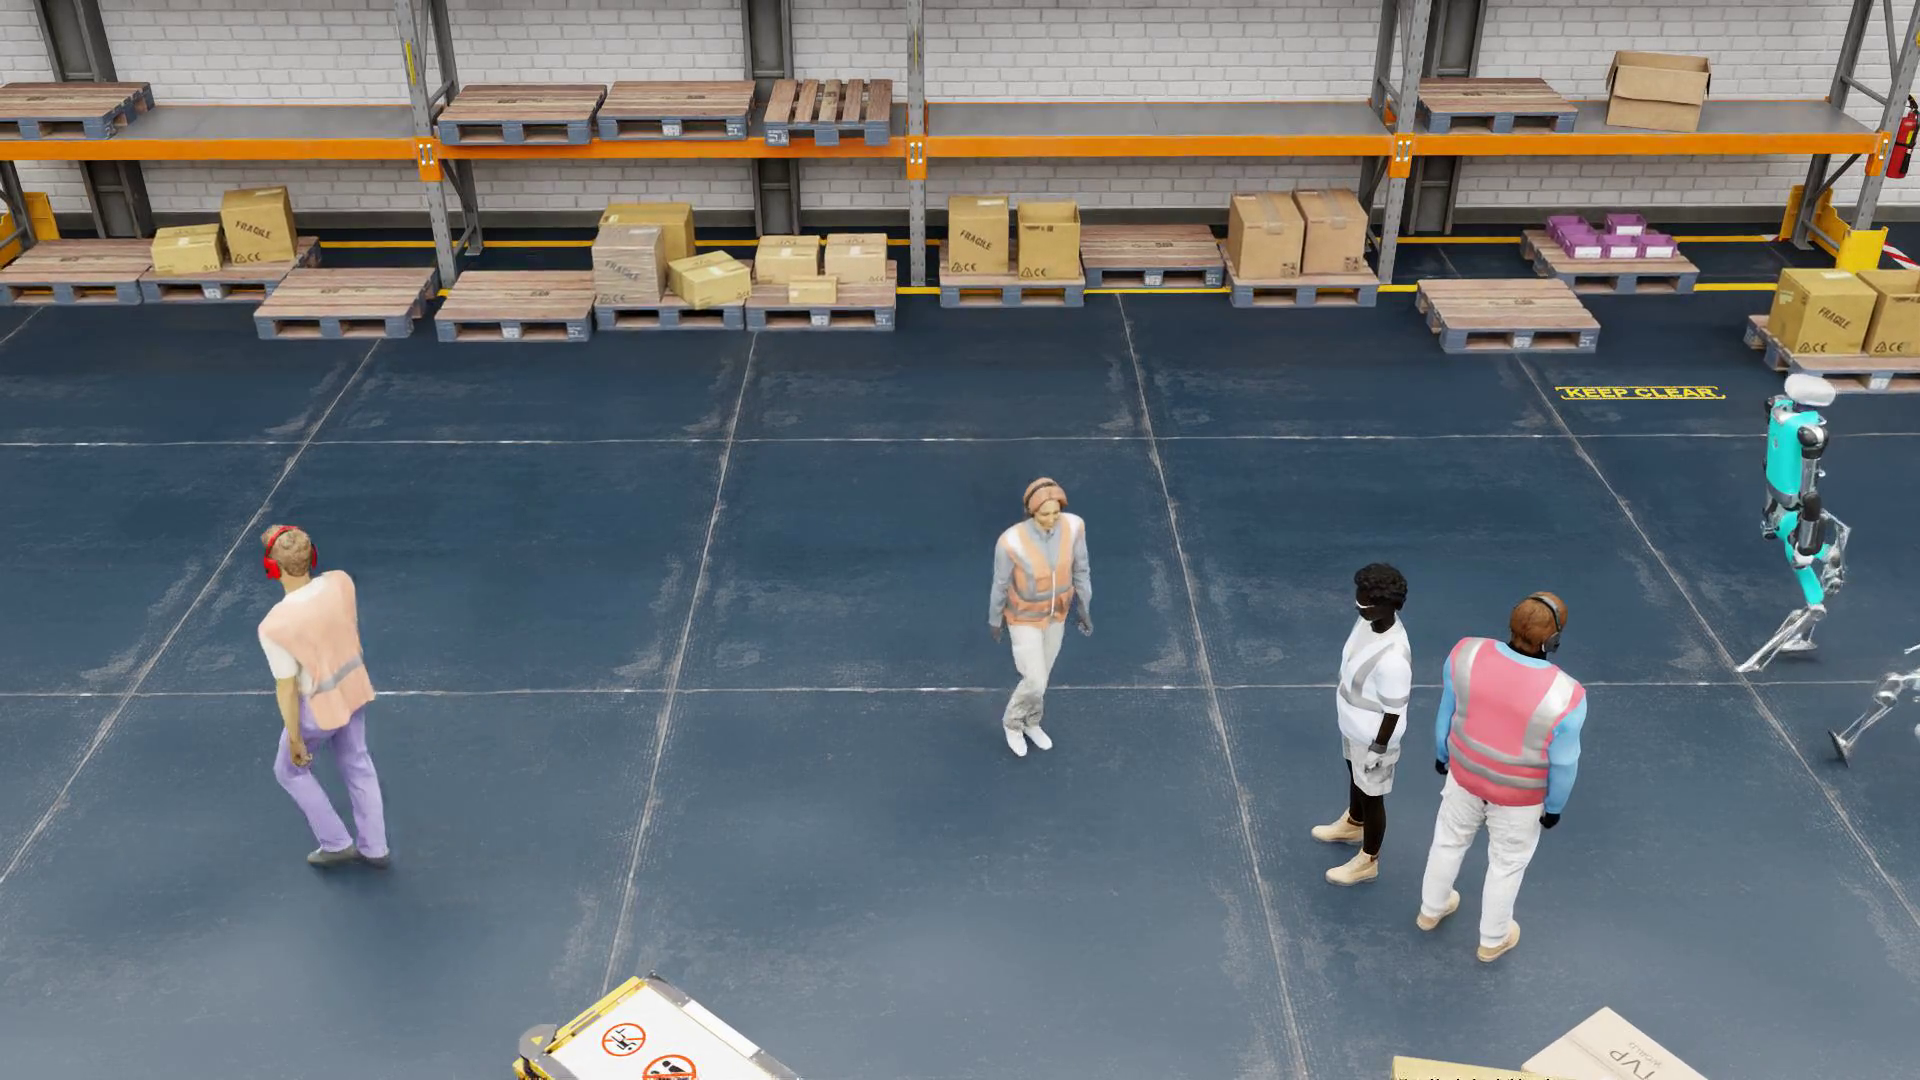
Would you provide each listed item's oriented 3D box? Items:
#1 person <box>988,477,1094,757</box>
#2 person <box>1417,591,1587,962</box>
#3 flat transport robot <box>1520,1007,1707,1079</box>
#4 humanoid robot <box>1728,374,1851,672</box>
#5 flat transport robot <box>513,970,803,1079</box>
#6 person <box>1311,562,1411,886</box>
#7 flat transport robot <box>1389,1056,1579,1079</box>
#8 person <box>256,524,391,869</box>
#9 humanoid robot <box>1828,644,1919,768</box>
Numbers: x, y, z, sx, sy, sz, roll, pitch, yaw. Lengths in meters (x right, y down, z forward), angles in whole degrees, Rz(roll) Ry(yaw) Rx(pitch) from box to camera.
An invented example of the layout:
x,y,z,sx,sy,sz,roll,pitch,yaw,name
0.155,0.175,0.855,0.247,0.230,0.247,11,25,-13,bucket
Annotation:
x,y,z,sx,sy,sz,roll,pitch,yaw,name
0.410,0.401,8.428,0.509,1.621,0.406,-19,36,-29,person
2.340,1.019,7.201,0.627,1.836,0.430,25,39,35,person
2.362,2.672,5.963,1.431,0.231,0.659,-20,36,-30,flat transport robot
4.703,-0.071,9.103,0.821,1.772,0.554,0,31,0,humanoid robot
-1.092,2.255,6.656,1.431,0.231,0.659,24,38,34,flat transport robot
1.865,0.840,7.627,0.317,1.691,0.539,0,31,-1,person
1.823,2.840,5.683,1.431,0.231,0.659,5,31,8,flat transport robot
-2.961,0.752,7.652,0.553,1.818,0.585,11,33,17,person
4.836,0.508,8.152,0.964,1.764,0.544,13,33,20,humanoid robot
